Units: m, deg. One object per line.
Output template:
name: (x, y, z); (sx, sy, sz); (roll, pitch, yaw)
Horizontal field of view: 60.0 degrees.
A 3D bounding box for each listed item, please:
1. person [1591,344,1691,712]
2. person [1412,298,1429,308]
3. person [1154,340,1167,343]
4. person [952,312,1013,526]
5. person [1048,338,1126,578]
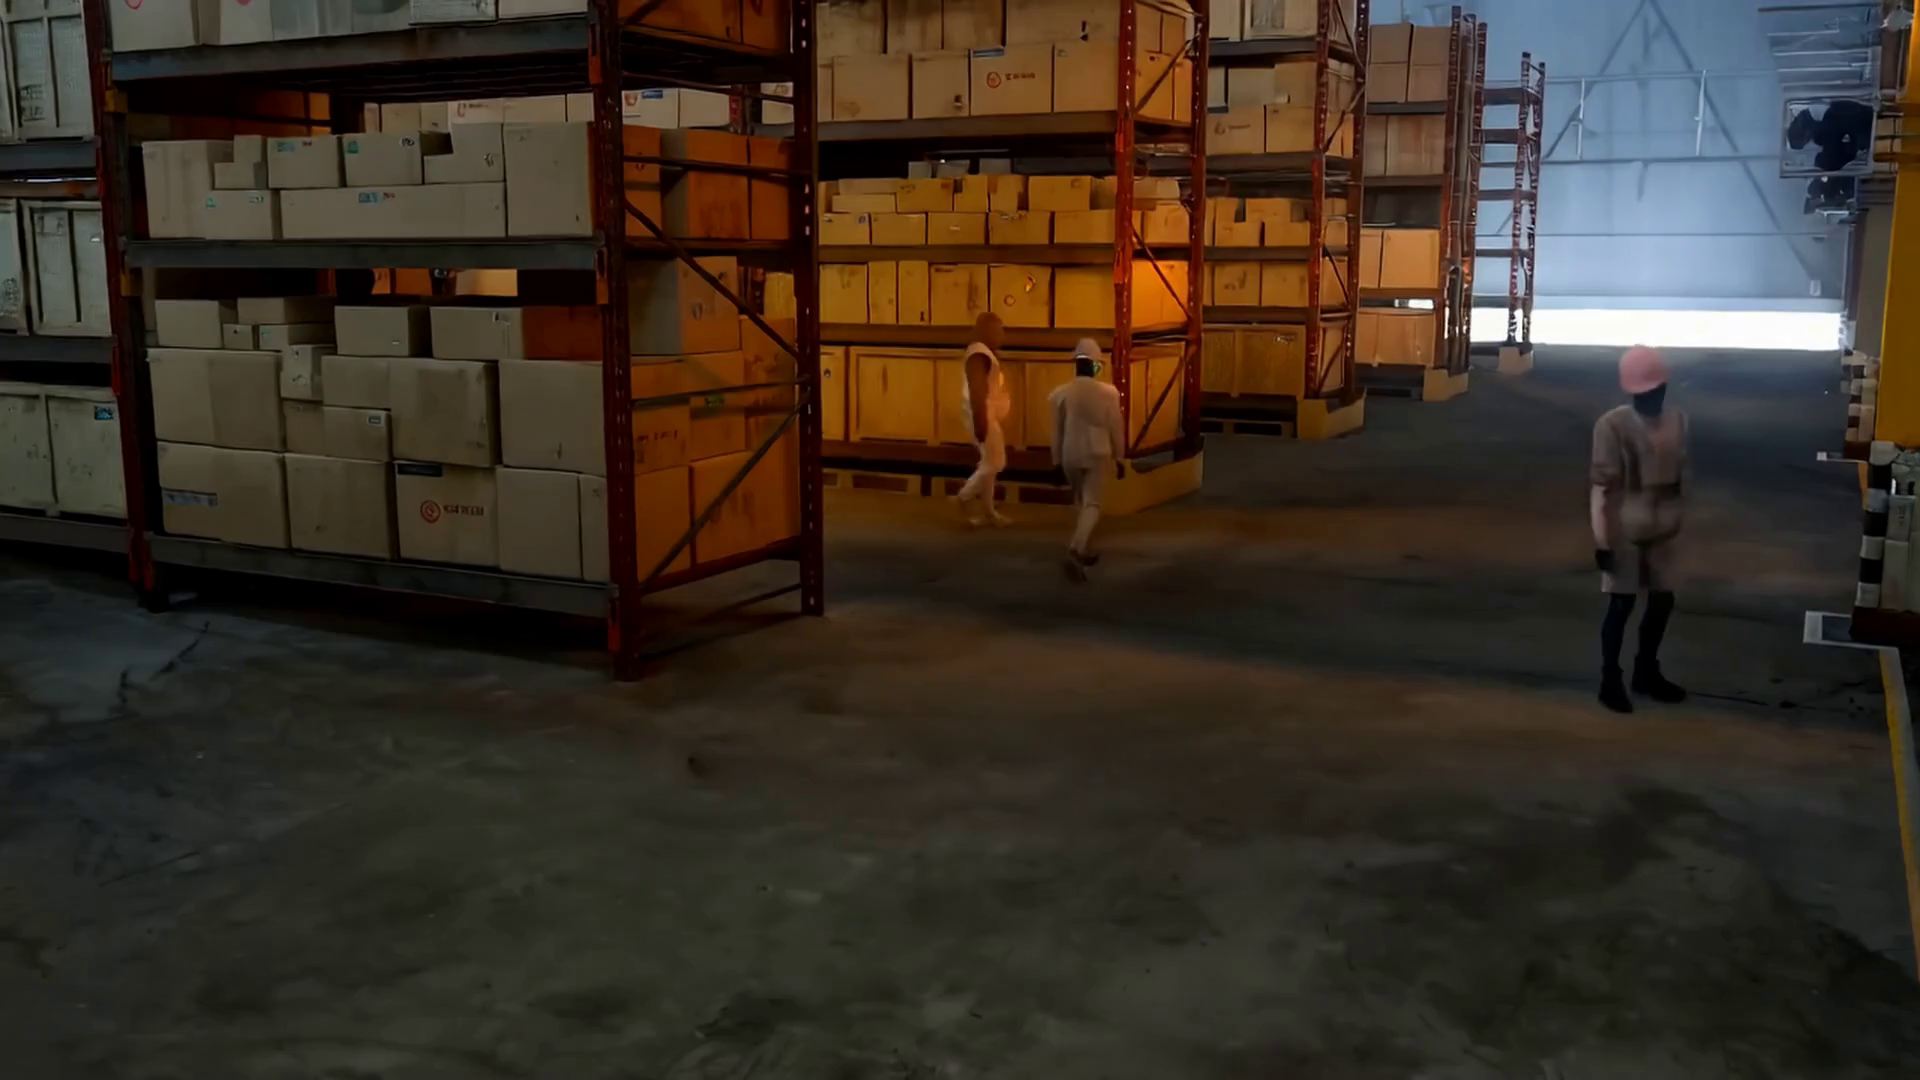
person: (3.432, -0.049, 8.393); (0.601, 1.888, 0.498); (-3, 10, -14)
person: (8.938, -4.068, 32.379); (0.514, 1.642, 0.310); (-9, 13, -42)
person: (2.291, -2.050, 19.969); (0.555, 1.886, 1.014); (-4, 11, -22)
person: (0.227, -1.009, 14.112); (0.435, 1.833, 0.648); (2, 10, 9)
person: (0.903, -0.604, 12.092); (0.558, 1.727, 0.784); (5, 11, 28)
